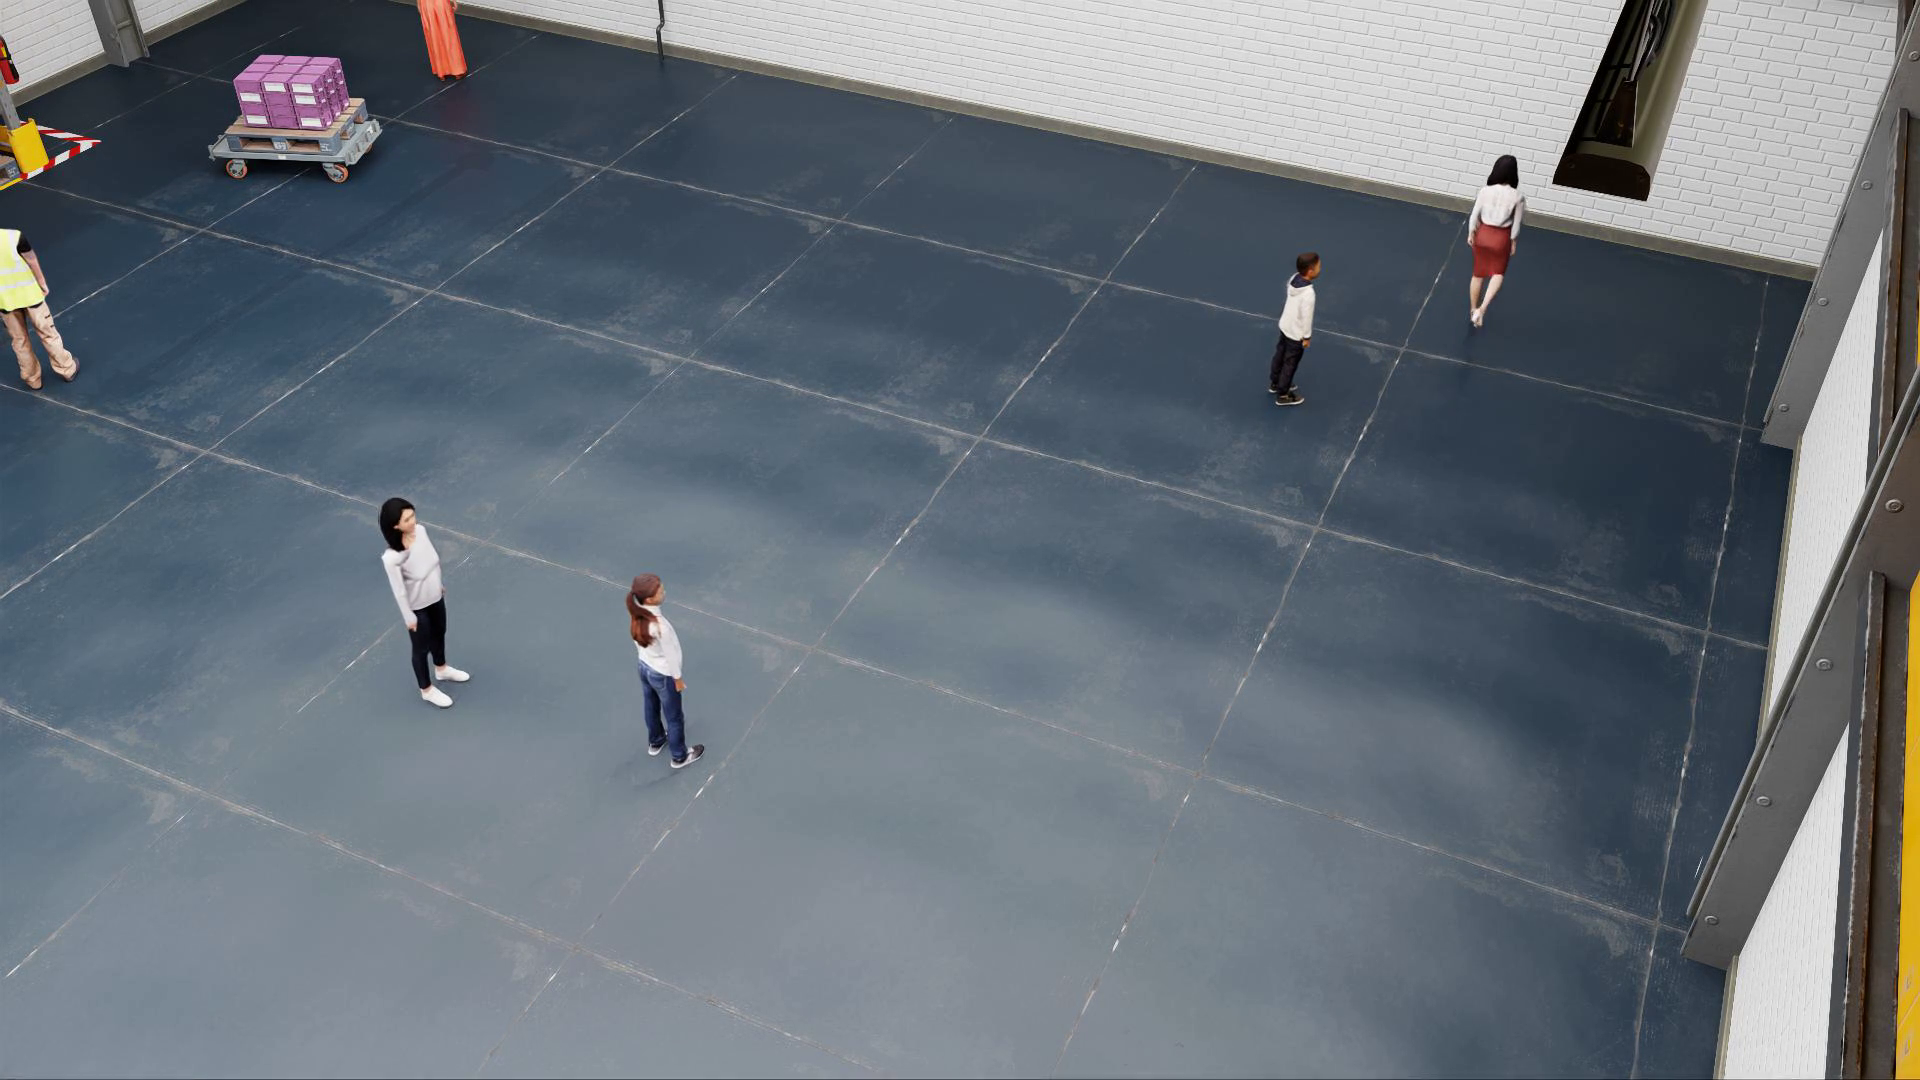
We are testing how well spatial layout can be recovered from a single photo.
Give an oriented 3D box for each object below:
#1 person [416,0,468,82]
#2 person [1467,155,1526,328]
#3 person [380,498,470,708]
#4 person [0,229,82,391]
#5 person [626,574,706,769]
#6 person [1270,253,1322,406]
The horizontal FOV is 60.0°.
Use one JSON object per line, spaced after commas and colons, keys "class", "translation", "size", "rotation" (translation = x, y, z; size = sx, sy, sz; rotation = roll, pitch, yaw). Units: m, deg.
{"class": "person", "translation": [-6.290, -6.417, 19.949], "size": [0.730, 1.802, 0.756], "rotation": [-6, 39, -7]}
{"class": "person", "translation": [4.893, -2.689, 15.331], "size": [0.607, 1.741, 0.682], "rotation": [16, 41, 19]}
{"class": "person", "translation": [-3.737, 0.407, 11.487], "size": [0.716, 1.700, 0.548], "rotation": [9, 39, 11]}
{"class": "person", "translation": [-8.273, -2.164, 14.589], "size": [0.853, 1.847, 0.915], "rotation": [-14, 41, -17]}
{"class": "person", "translation": [-2.009, 0.862, 11.032], "size": [0.594, 1.557, 0.597], "rotation": [28, 46, 30]}
{"class": "person", "translation": [2.910, -1.857, 14.521], "size": [0.704, 1.451, 0.613], "rotation": [-7, 39, -9]}
